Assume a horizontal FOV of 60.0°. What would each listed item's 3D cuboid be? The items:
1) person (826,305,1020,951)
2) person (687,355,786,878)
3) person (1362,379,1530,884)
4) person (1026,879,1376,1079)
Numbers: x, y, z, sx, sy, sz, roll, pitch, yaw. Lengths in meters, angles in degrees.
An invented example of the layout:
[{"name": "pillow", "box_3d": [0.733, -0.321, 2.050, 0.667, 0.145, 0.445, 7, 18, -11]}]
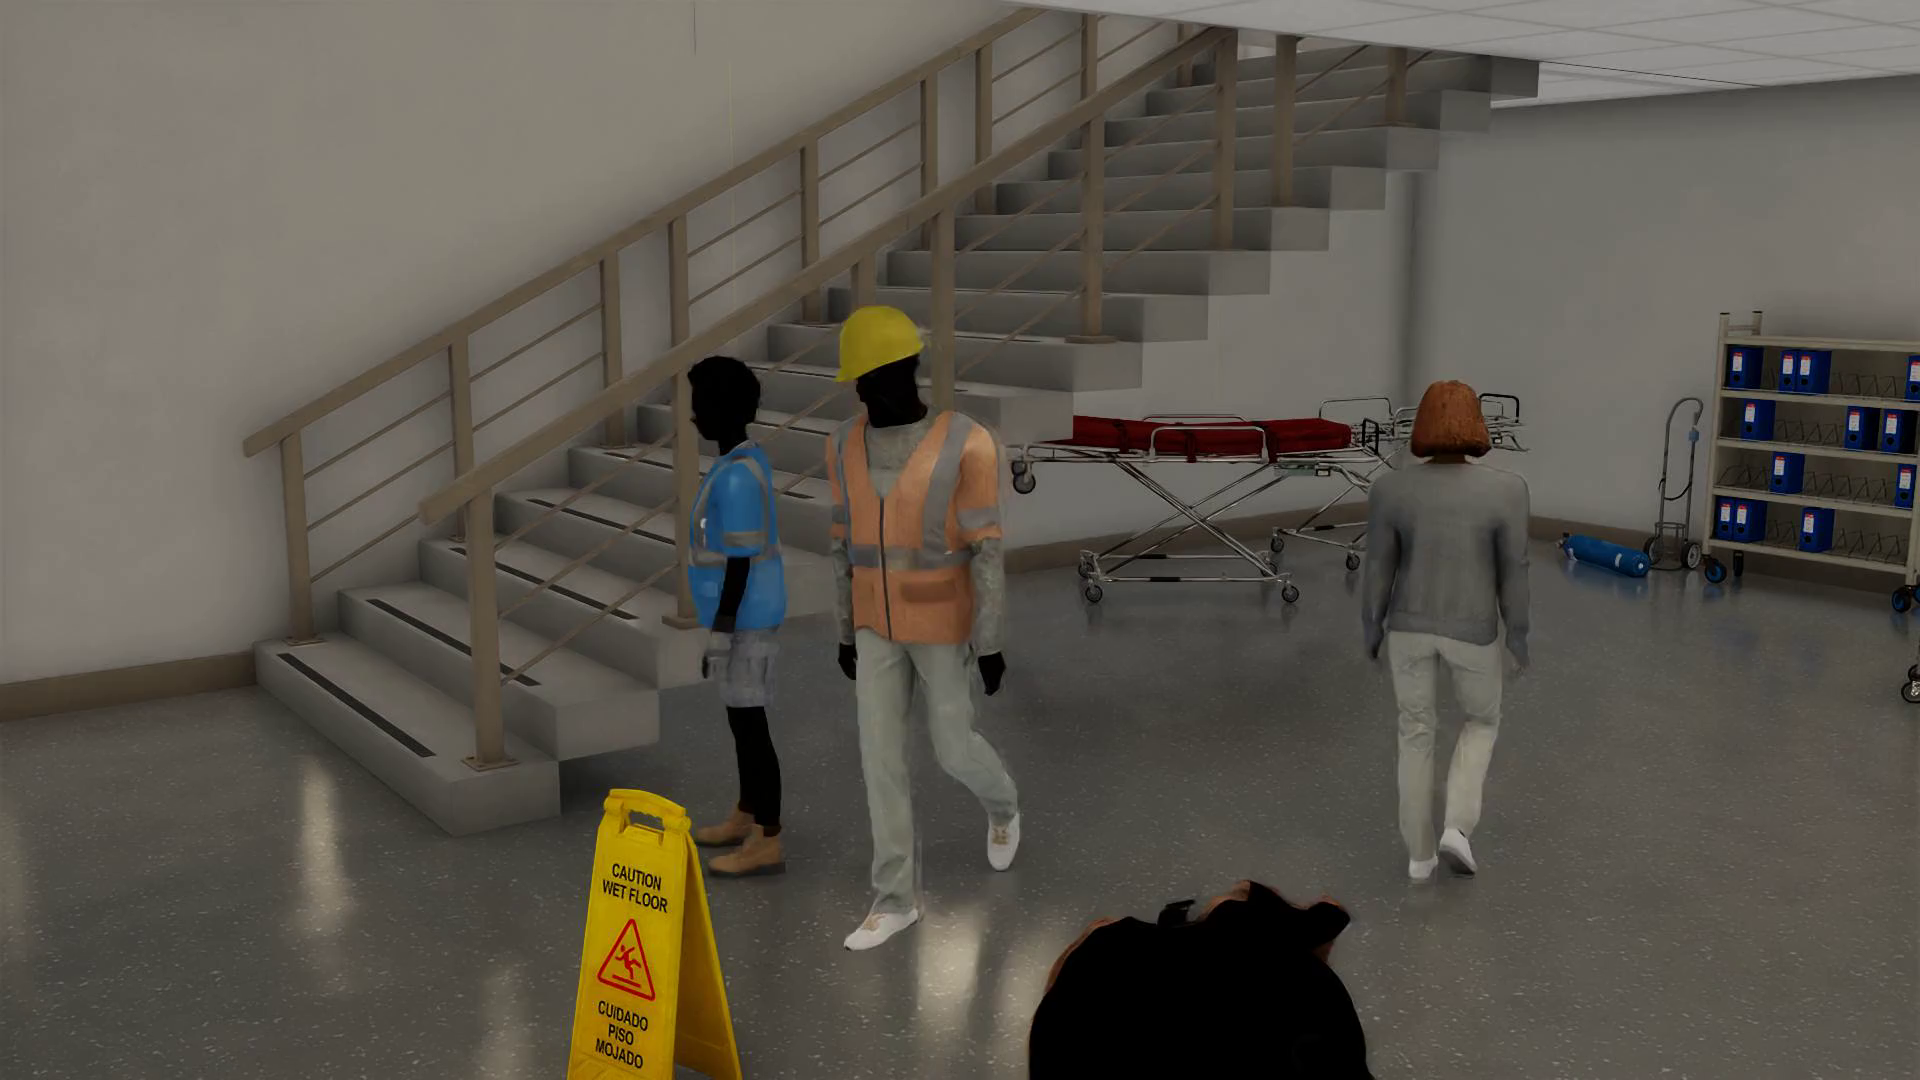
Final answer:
[{"name": "person", "box_3d": [-0.107, 0.227, 5.069, 0.624, 1.878, 0.850, 5, 11, 28]}, {"name": "person", "box_3d": [-0.741, 0.253, 5.418, 0.351, 1.691, 0.551, -1, 10, -6]}, {"name": "person", "box_3d": [1.547, 0.299, 5.305, 0.533, 1.616, 0.340, 4, 11, 24]}, {"name": "person", "box_3d": [0.142, 1.020, 1.111, 0.308, 1.645, 0.516, 3, 10, 18]}]
